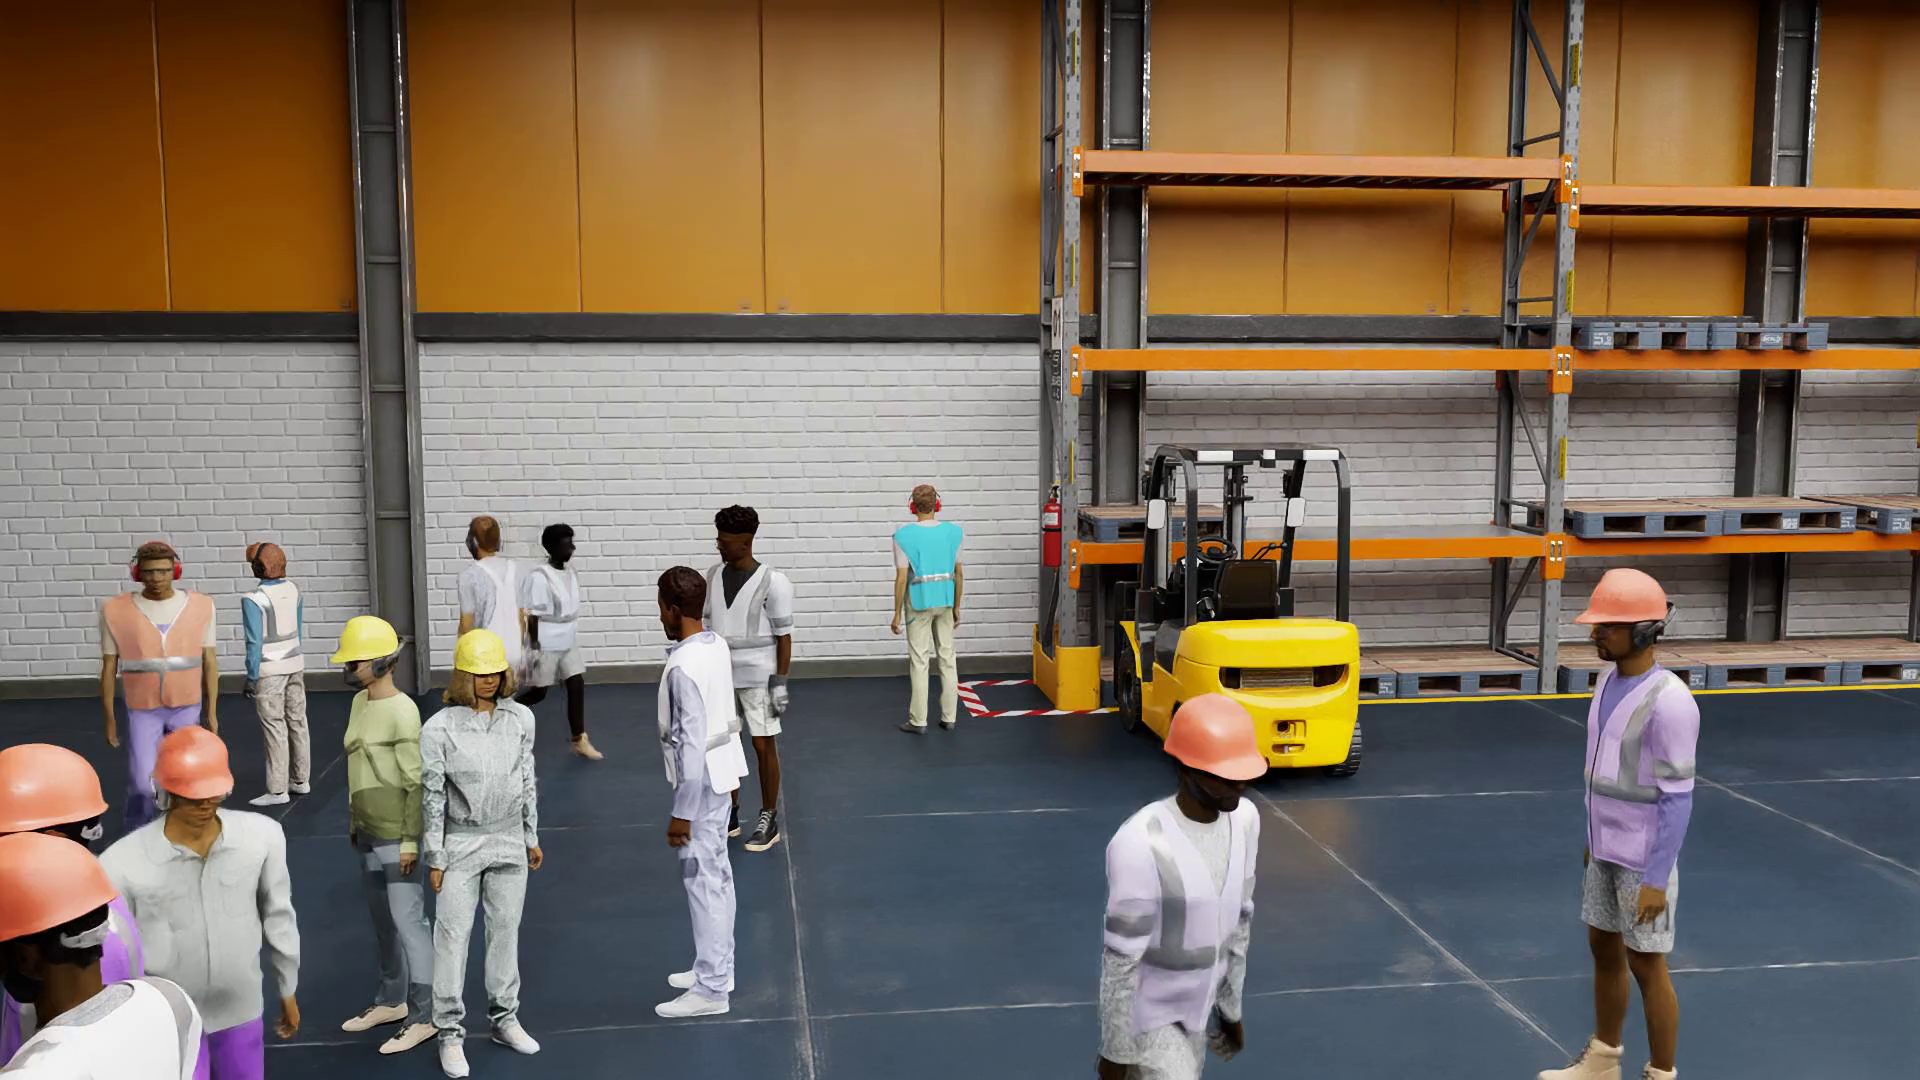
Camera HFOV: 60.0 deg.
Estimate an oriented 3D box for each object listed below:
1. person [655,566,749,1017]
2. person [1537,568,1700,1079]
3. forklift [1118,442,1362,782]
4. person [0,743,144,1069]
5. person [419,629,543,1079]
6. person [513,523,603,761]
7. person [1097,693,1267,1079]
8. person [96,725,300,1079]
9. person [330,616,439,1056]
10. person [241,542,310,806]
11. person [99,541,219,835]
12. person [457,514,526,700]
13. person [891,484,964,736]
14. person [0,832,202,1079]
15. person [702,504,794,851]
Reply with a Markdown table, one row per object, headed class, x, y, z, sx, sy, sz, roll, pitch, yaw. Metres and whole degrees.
| class | x | y | z | sx | sy | sz | roll | pitch | yaw |
| --- | --- | --- | --- | --- | --- | --- | --- | --- | --- |
| person | -1.110 | 1.061 | 7.078 | 0.399 | 1.916 | 0.590 | 0 | 7 | 3 |
| person | 2.419 | 1.115 | 6.077 | 0.397 | 2.038 | 0.614 | -1 | 7 | -5 |
| forklift | 1.912 | 0.418 | 11.496 | 1.214 | 2.155 | 2.313 | -1 | 7 | -8 |
| person | -2.058 | 1.420 | 3.831 | 0.360 | 1.936 | 0.552 | -4 | 8 | -34 |
| person | -1.865 | 1.207 | 6.538 | 0.492 | 1.742 | 0.324 | -6 | 9 | -44 |
| person | -2.863 | 0.693 | 11.411 | 0.761 | 1.660 | 0.562 | 3 | 7 | 21 |
| person | 0.629 | 1.348 | 4.724 | 0.671 | 1.890 | 0.543 | 6 | 9 | 44 |
| person | -2.349 | 1.382 | 5.096 | 0.583 | 1.724 | 0.636 | -6 | 9 | -41 |
| person | -2.338 | 1.177 | 6.715 | 0.326 | 1.765 | 0.533 | -6 | 9 | -43 |
| person | -4.248 | 0.827 | 10.313 | 0.314 | 1.641 | 0.515 | 2 | 7 | 14 |
| person | -4.249 | 0.904 | 8.859 | 0.564 | 1.824 | 0.465 | -5 | 8 | -35 |
| person | -2.811 | 0.757 | 10.179 | 0.567 | 1.818 | 0.532 | 4 | 8 | 34 |
| person | -0.230 | 0.515 | 12.186 | 0.563 | 1.839 | 0.392 | -3 | 7 | -27 |
| person | -1.683 | 1.500 | 3.181 | 0.373 | 1.928 | 0.543 | 0 | 7 | 4 |
| person | -1.224 | 0.770 | 9.419 | 0.607 | 1.962 | 0.373 | 4 | 8 | 30 |
